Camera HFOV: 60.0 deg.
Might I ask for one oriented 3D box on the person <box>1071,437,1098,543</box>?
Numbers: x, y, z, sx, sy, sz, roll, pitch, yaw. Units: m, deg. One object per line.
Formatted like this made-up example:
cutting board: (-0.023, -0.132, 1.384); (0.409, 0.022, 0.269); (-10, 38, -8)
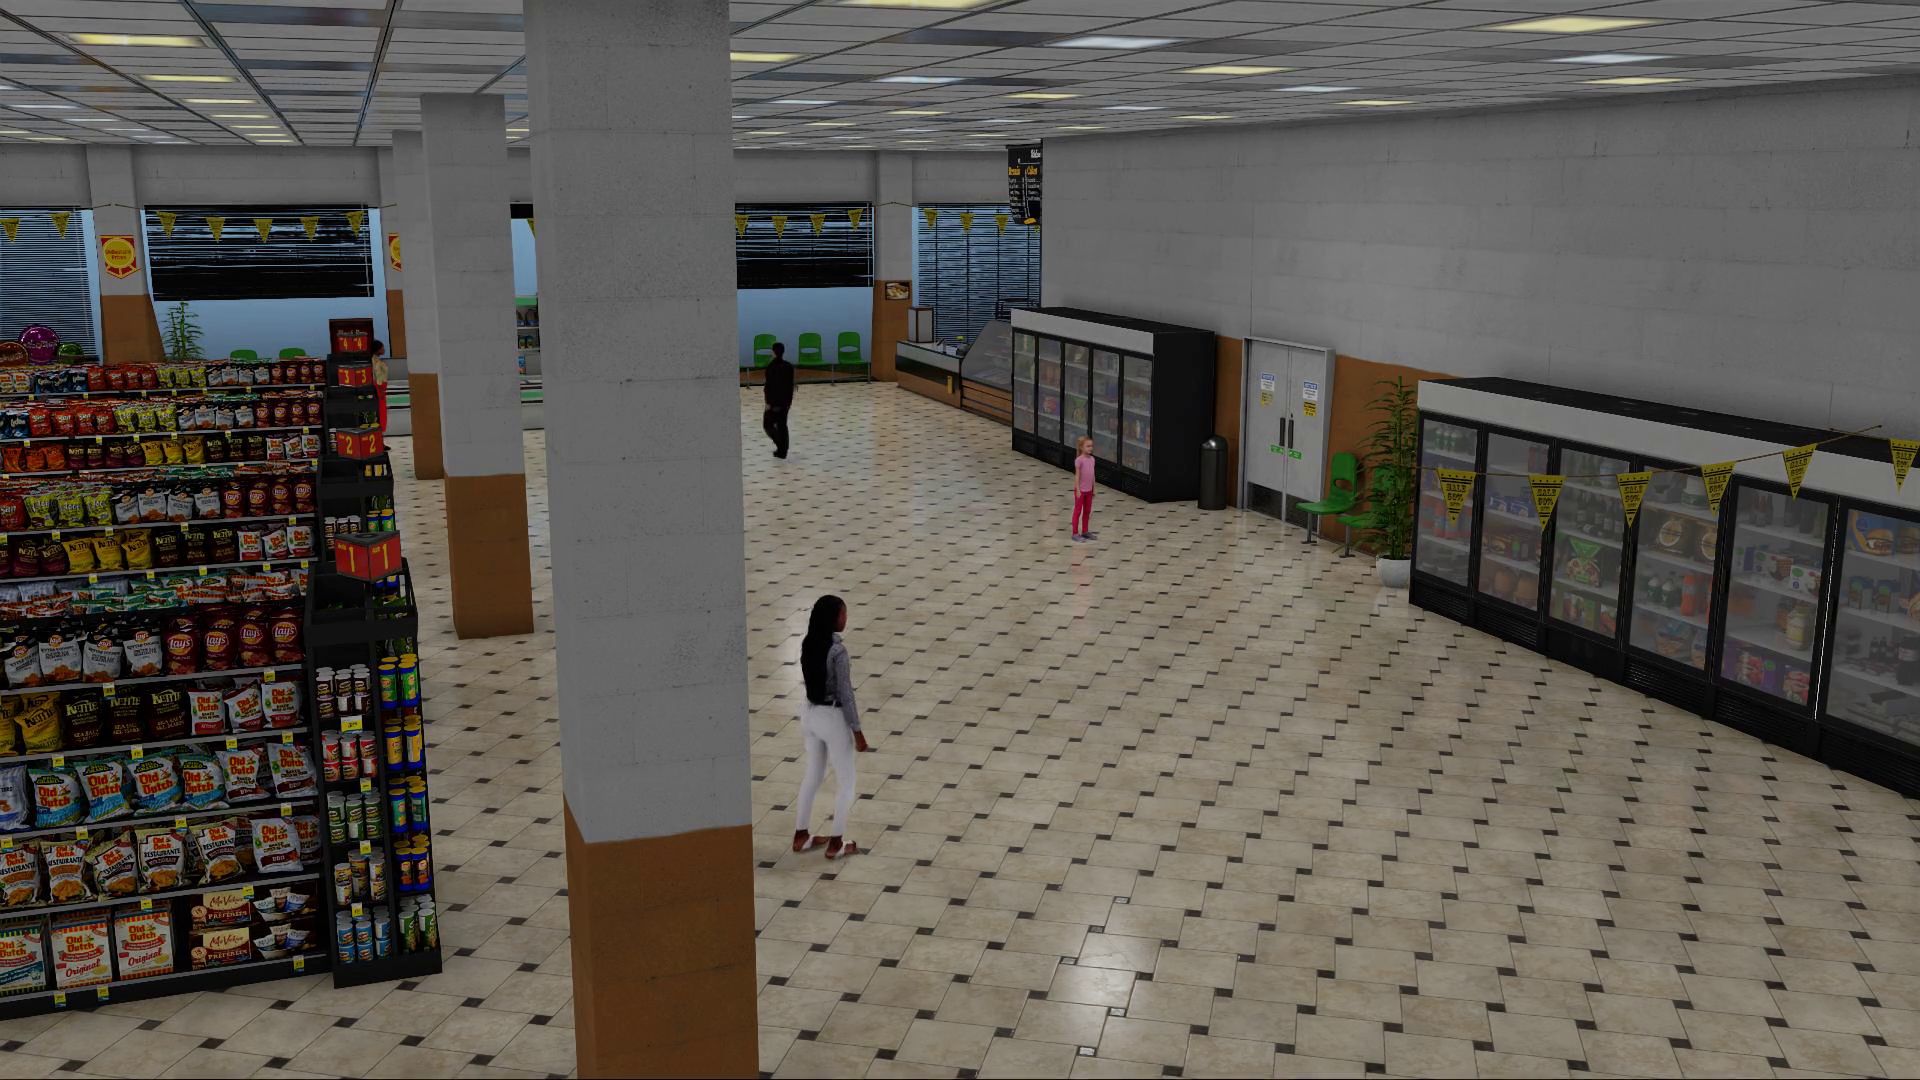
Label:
person: (1.492, -0.624, 20.084); (0.514, 1.269, 0.605); (-11, 16, -42)

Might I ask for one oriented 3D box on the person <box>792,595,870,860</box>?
person: (-0.852, 1.192, 10.407); (0.676, 1.704, 0.692); (-12, 17, -44)

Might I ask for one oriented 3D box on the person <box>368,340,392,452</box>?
person: (-9.433, -2.345, 26.988); (0.571, 1.793, 0.614); (-6, 14, -28)

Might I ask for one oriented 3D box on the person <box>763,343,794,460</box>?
person: (-2.791, -2.157, 26.014); (0.808, 1.827, 0.915); (-12, 17, -44)
